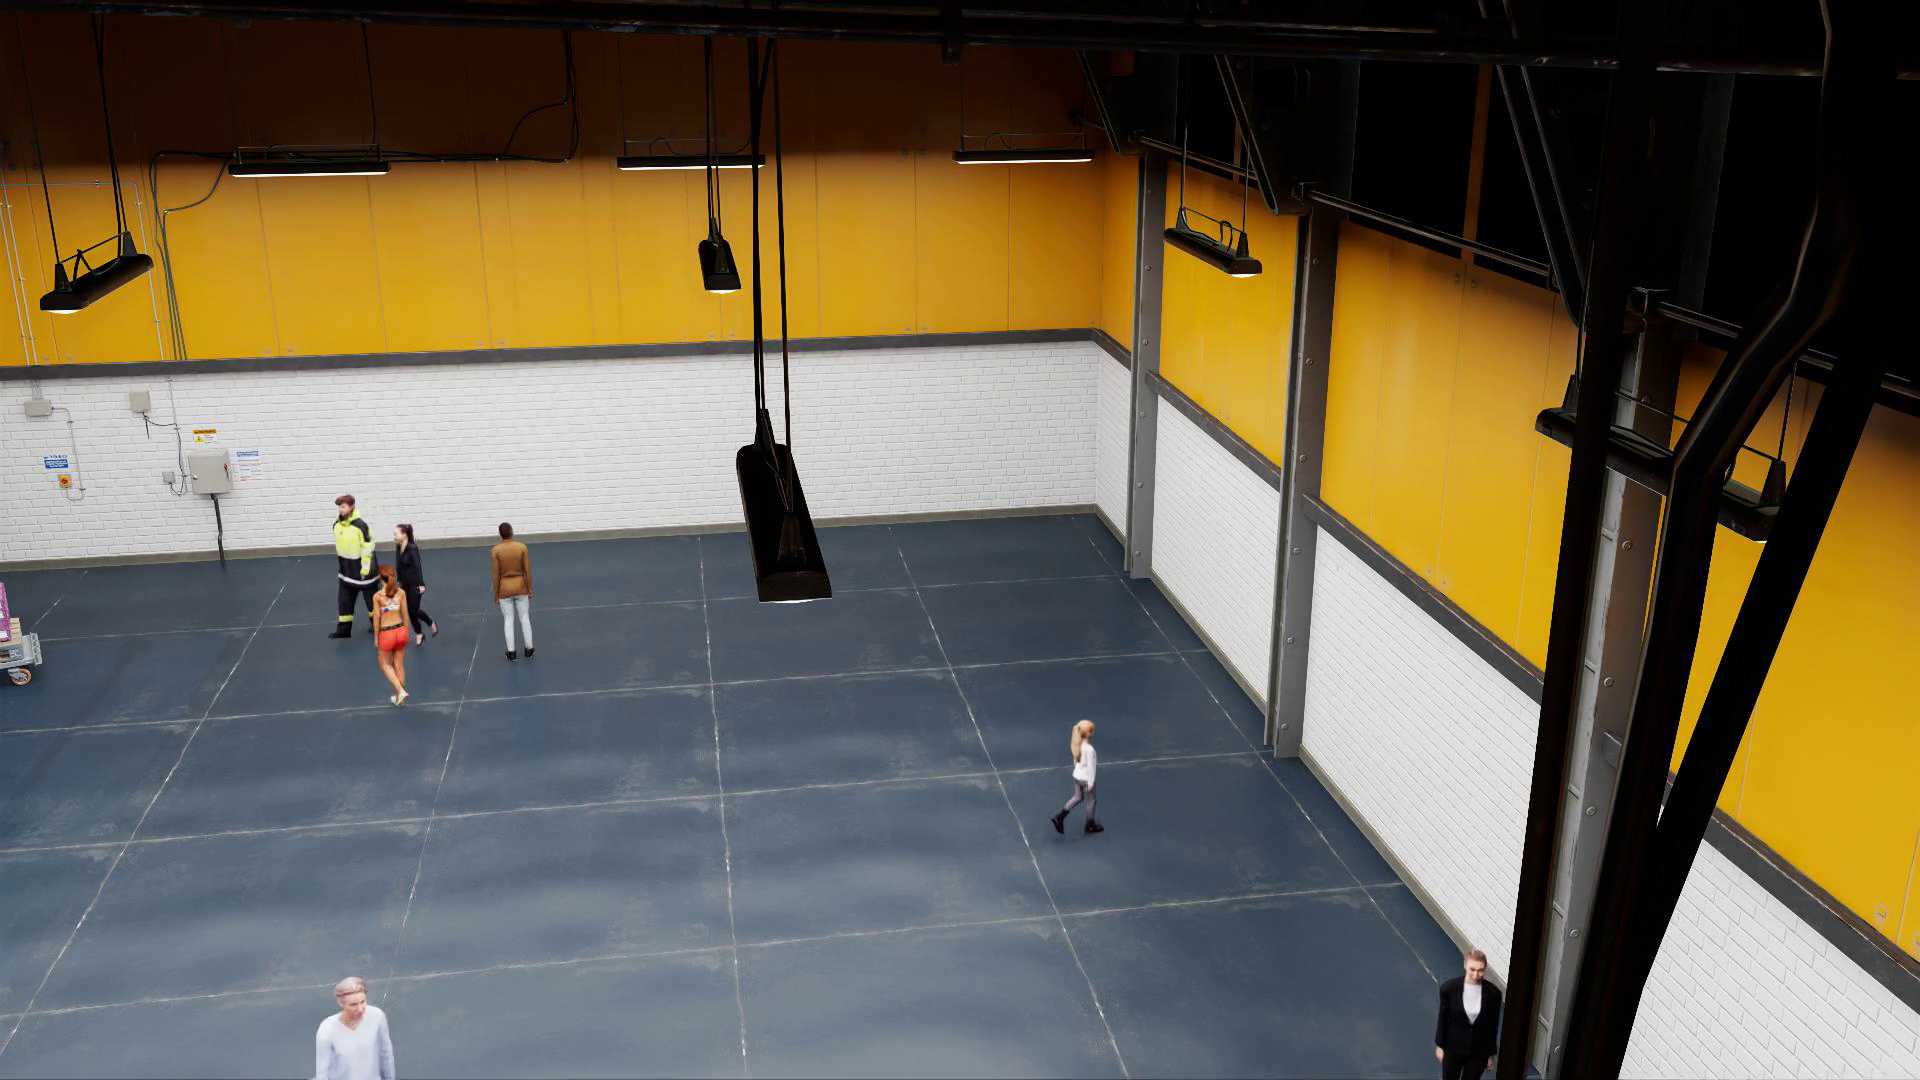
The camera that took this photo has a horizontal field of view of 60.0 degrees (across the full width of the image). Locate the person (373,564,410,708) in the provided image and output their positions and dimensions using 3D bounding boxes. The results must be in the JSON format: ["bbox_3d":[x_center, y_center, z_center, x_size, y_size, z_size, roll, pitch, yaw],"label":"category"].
[{"bbox_3d":[-6.676,1.170,19.650,0.804,1.784,0.906,-16,24,-39],"label":"person"}]

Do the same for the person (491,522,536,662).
[{"bbox_3d":[-5.691,0.643,21.167,0.667,1.815,0.579,-7,20,-19],"label":"person"}]

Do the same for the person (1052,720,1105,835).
[{"bbox_3d":[1.198,2.414,16.770,0.691,1.265,0.786,-9,21,-24],"label":"person"}]

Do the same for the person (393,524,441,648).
[{"bbox_3d":[-7.029,0.580,21.537,0.791,1.699,0.849,15,24,37],"label":"person"}]

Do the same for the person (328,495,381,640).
[{"bbox_3d":[-7.868,0.323,21.919,1.128,1.942,1.253,7,20,20],"label":"person"}]

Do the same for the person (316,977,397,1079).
[{"bbox_3d":[-4.260,3.828,11.613,0.835,1.877,0.866,-14,23,-35],"label":"person"}]

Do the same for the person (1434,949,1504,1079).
[{"bbox_3d":[3.720,3.713,12.239,0.727,1.695,0.799,3,19,10],"label":"person"}]
